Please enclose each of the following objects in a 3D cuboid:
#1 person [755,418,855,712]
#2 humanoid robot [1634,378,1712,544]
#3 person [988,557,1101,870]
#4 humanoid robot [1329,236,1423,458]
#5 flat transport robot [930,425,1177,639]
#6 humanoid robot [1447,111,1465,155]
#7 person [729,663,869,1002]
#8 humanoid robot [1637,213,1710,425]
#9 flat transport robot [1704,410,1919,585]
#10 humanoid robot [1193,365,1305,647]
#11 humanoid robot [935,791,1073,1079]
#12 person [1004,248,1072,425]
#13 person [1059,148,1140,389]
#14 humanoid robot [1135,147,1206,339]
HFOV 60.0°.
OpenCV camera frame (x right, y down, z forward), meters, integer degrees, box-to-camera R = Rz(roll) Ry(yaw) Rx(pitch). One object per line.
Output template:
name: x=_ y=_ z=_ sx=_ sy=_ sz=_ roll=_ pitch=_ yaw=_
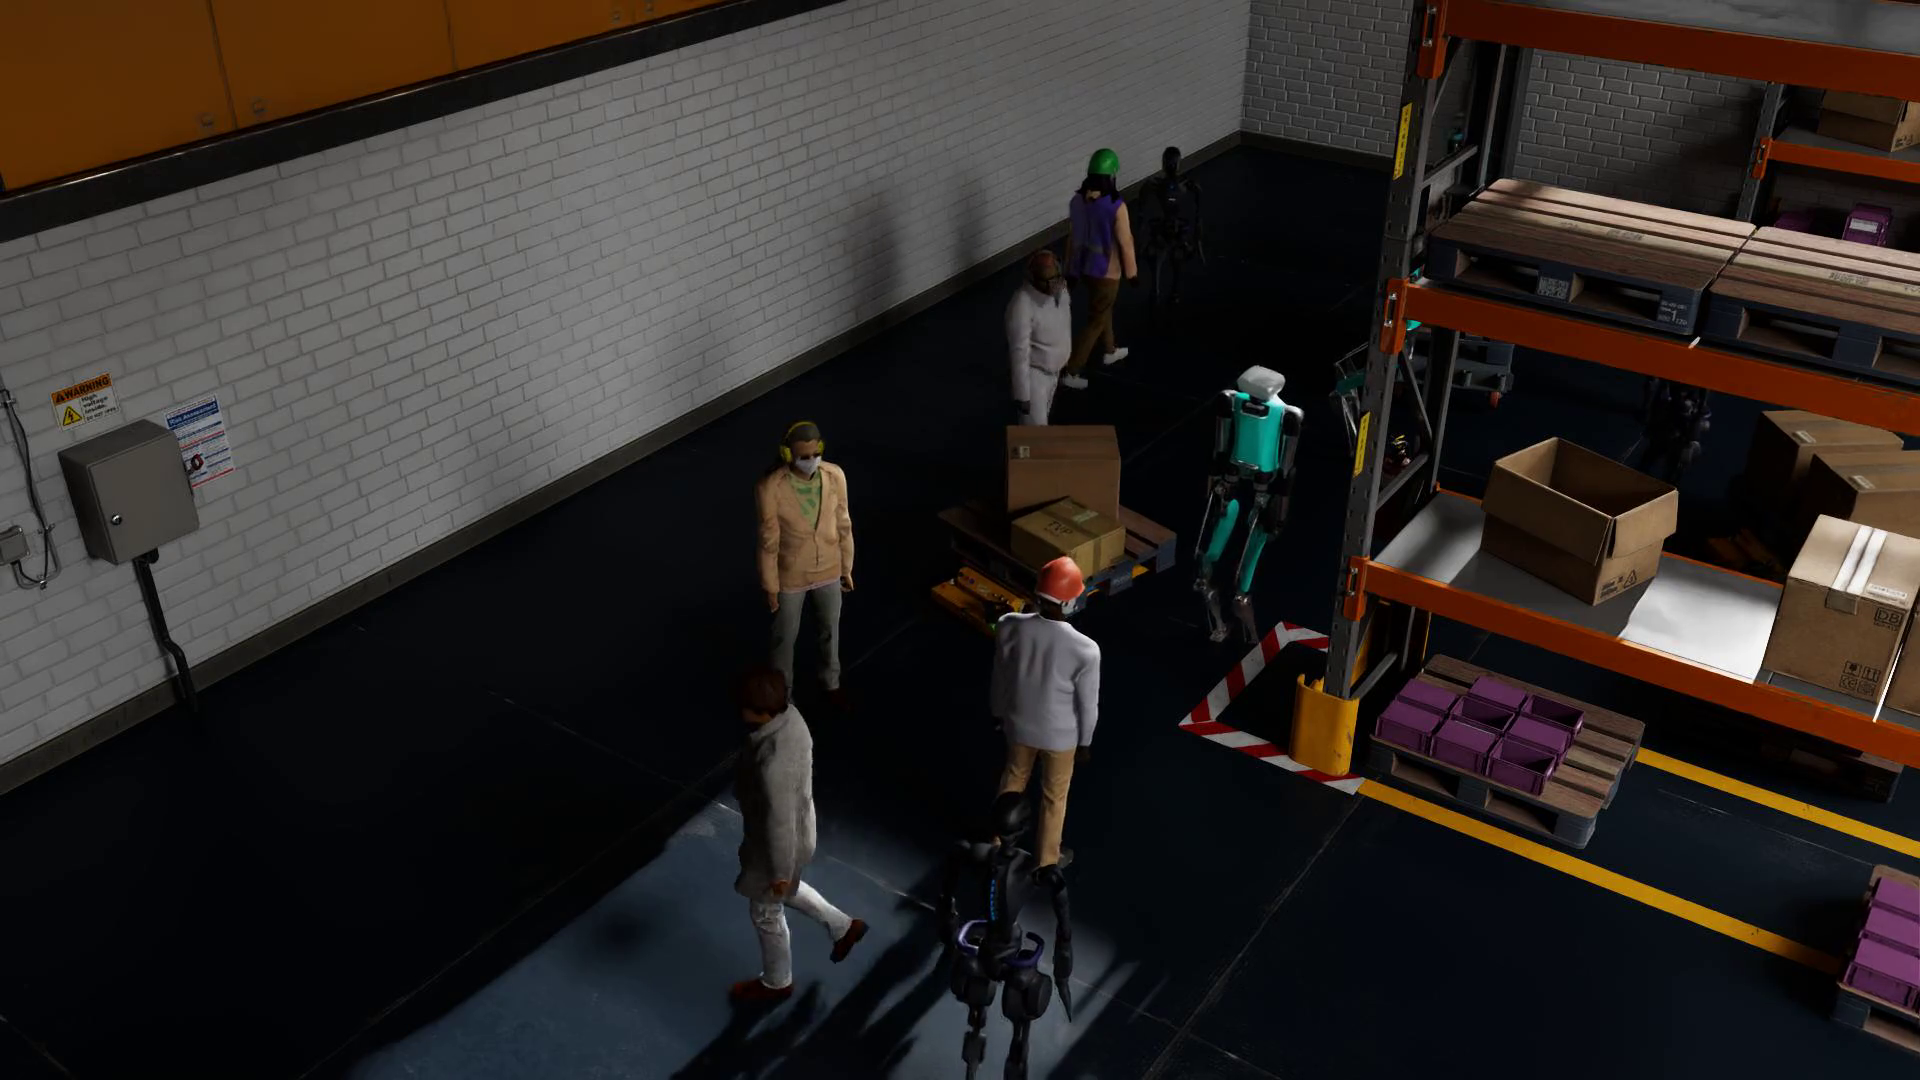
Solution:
person: x=-0.854 y=0.168 z=9.157 sx=0.552 sy=1.868 sz=0.390 roll=-15 pitch=33 yaw=-24
humanoid robot: x=4.692 y=-0.716 z=10.872 sx=0.336 sy=1.653 sz=0.609 roll=-2 pitch=30 yaw=-3
person: x=0.412 y=0.866 z=8.082 sx=0.570 sy=1.727 sz=0.436 roll=15 pitch=33 yaw=25
humanoid robot: x=2.955 y=-1.382 z=11.879 sx=0.733 sy=1.708 sz=0.530 roll=19 pitch=35 yaw=30
flat transport robot: x=0.565 y=0.198 z=10.696 sx=1.431 sy=0.231 sz=0.659 roll=-23 pitch=37 yaw=-34
humanoid robot: x=4.528 y=-2.822 z=14.482 sx=1.046 sy=1.726 sz=0.549 roll=16 pitch=34 yaw=26
person: x=-0.747 y=1.293 z=7.243 sx=0.547 sy=1.814 sz=0.510 roll=-1 pitch=30 yaw=-1
humanoid robot: x=5.387 y=-1.667 z=12.521 sx=0.608 sy=1.648 sz=0.307 roll=-3 pitch=30 yaw=-6
flat transport robot: x=5.702 y=0.116 z=10.839 sx=1.431 sy=0.231 sz=0.659 roll=-2 pitch=30 yaw=-4
humanoid robot: x=1.603 y=-0.087 z=9.748 sx=0.534 sy=1.821 sz=0.689 roll=18 pitch=34 yaw=28
humanoid robot: x=0.157 y=1.723 z=6.632 sx=0.608 sy=1.646 sz=0.387 roll=11 pitch=32 yaw=18
person: x=0.519 y=-1.141 z=11.425 sx=0.491 sy=1.870 sz=0.689 roll=15 pitch=33 yaw=24
person: x=1.104 y=-2.162 z=13.161 sx=0.936 sy=1.884 sz=0.527 roll=-24 pitch=38 yaw=-35
humanoid robot: x=1.765 y=-2.476 z=13.931 sx=0.608 sy=1.650 sz=0.338 roll=0 pitch=30 yaw=0
